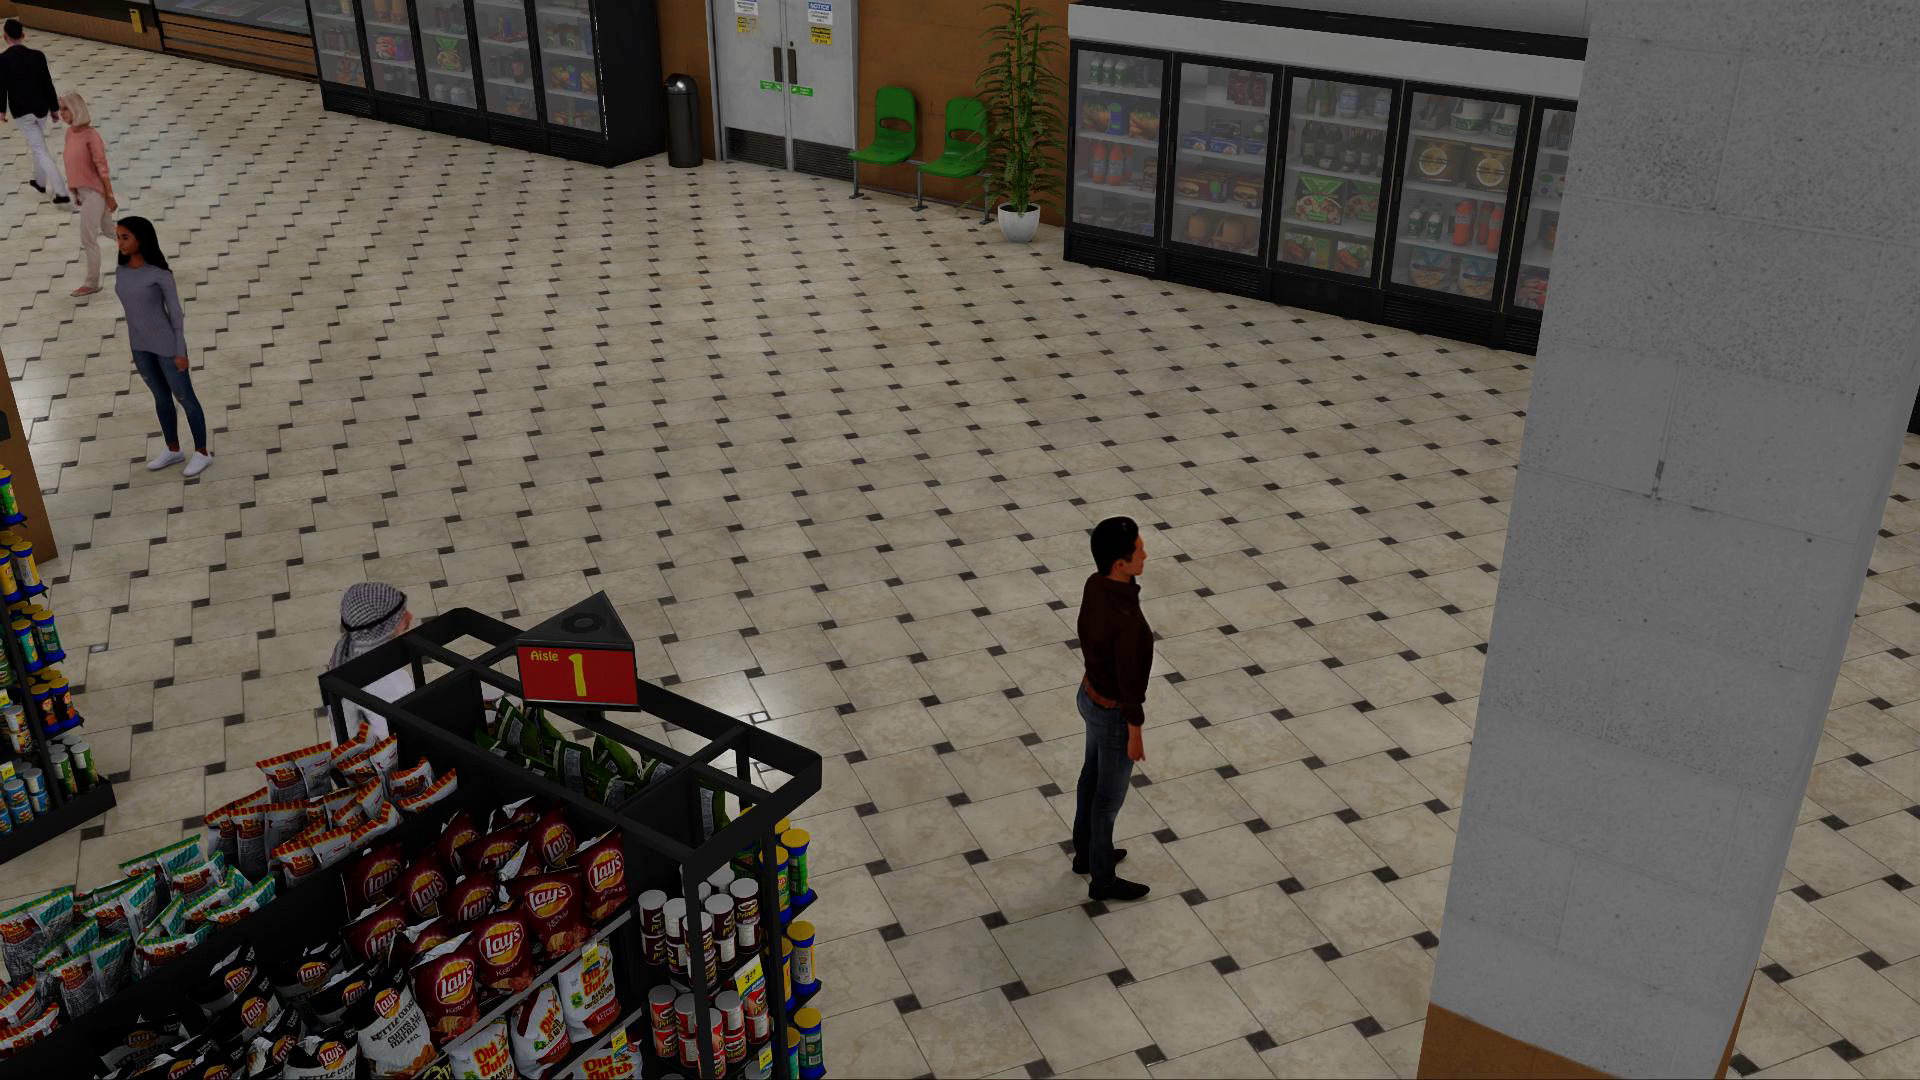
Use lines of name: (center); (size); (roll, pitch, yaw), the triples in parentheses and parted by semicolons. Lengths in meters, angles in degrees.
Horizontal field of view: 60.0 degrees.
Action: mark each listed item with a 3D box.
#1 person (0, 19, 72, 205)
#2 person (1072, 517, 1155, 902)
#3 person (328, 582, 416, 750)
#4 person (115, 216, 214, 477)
person: (-9.297, -4.238, 16.703); (0.727, 1.787, 1.154); (19, 33, 33)
person: (0.622, 0.708, 6.956); (0.752, 1.782, 0.711); (-6, 28, -12)
person: (-2.166, 1.021, 6.205); (1.051, 1.904, 0.914); (-15, 31, -27)
person: (-5.246, -1.279, 10.926); (0.647, 1.735, 0.595); (10, 29, 19)
